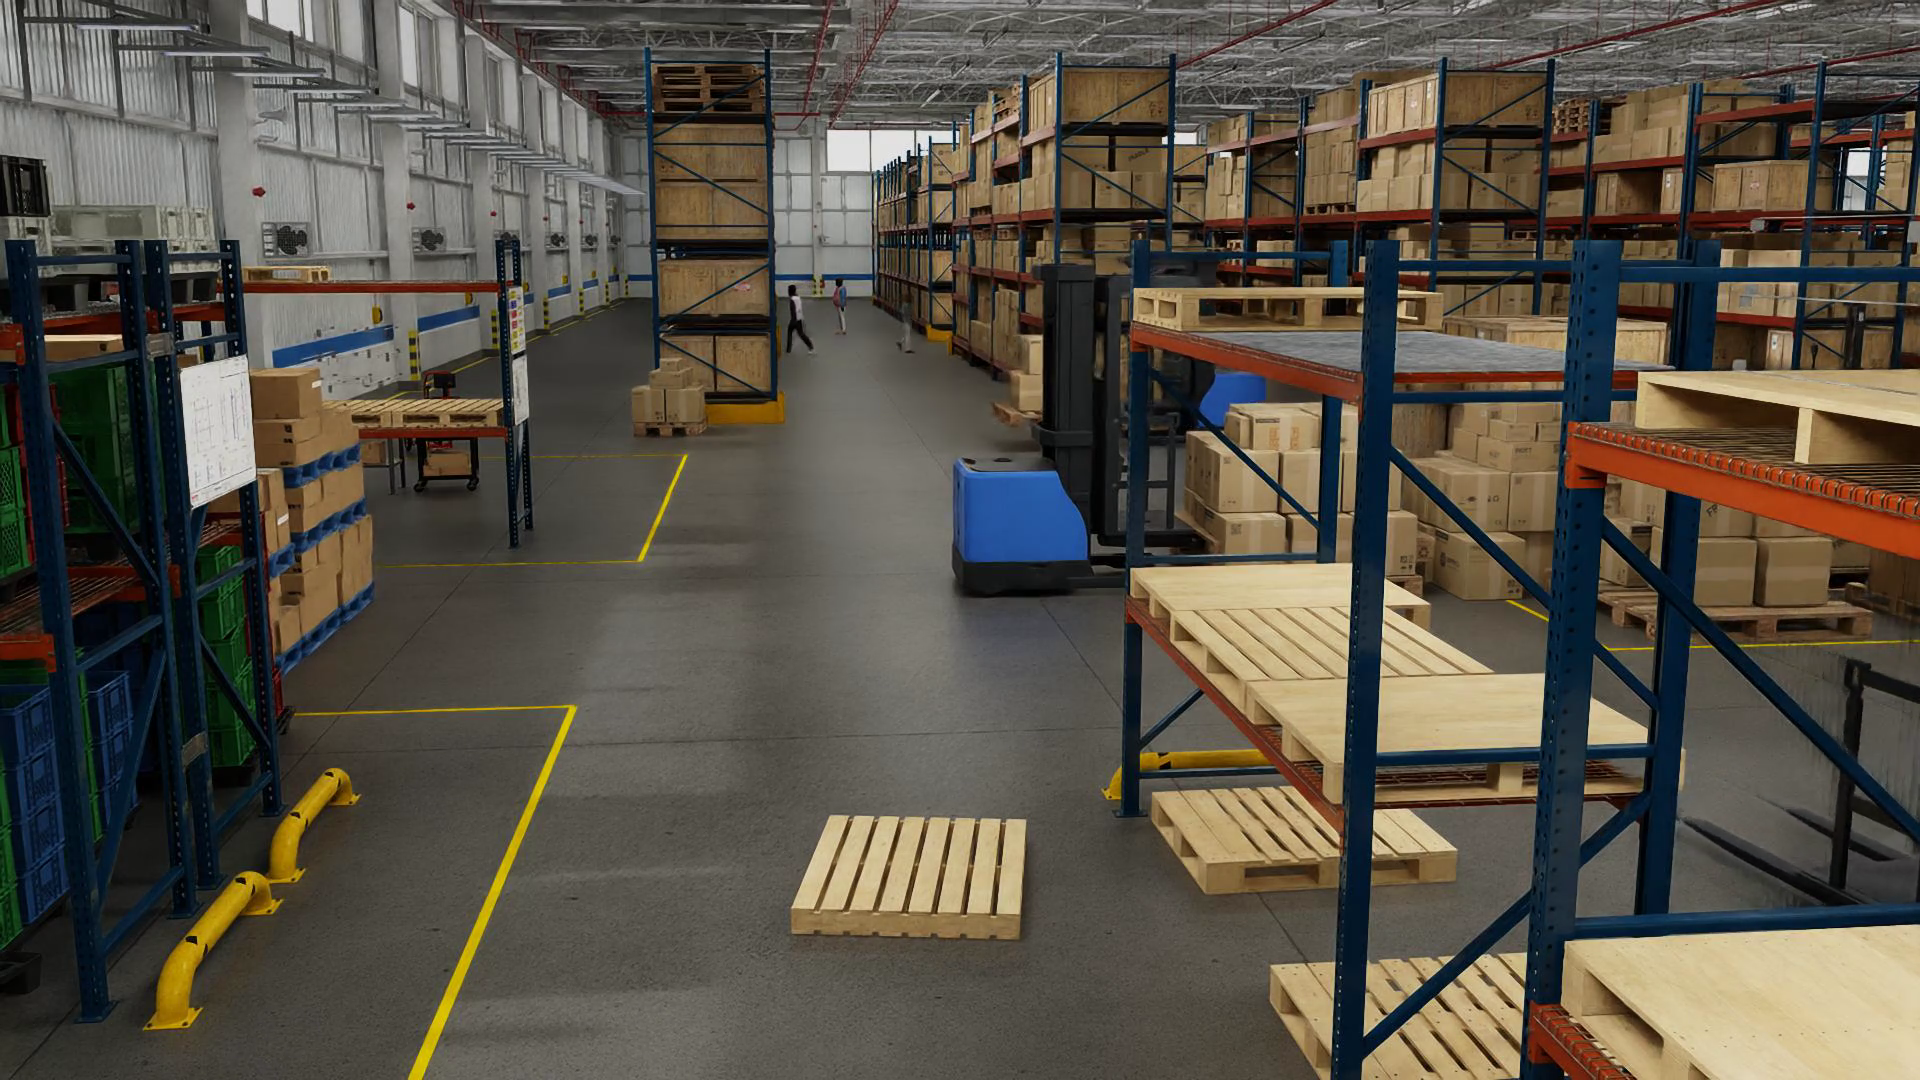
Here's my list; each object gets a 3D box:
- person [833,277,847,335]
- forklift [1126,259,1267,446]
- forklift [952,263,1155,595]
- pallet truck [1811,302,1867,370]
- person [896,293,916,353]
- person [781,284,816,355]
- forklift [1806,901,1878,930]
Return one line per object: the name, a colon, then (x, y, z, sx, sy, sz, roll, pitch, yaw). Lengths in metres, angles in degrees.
person: (-3.861, -7.524, 53.540, 0.430, 1.837, 0.625, -4, 11, -20)
forklift: (3.532, -2.839, 24.666, 1.873, 2.768, 1.129, -2, 10, -9)
forklift: (0.906, -1.002, 14.487, 1.873, 2.768, 1.129, -1, 10, -6)
pallet truck: (15.846, -3.142, 28.793, 1.885, 1.965, 0.823, 2, 10, 12)
person: (-1.434, -5.805, 44.611, 0.435, 1.619, 0.498, 0, 10, -1)
person: (-4.303, -5.837, 44.098, 0.907, 1.871, 0.581, 3, 11, 17)
forklift: (4.453, 0.482, 6.261, 1.129, 2.768, 1.873, -2, 11, -13)
